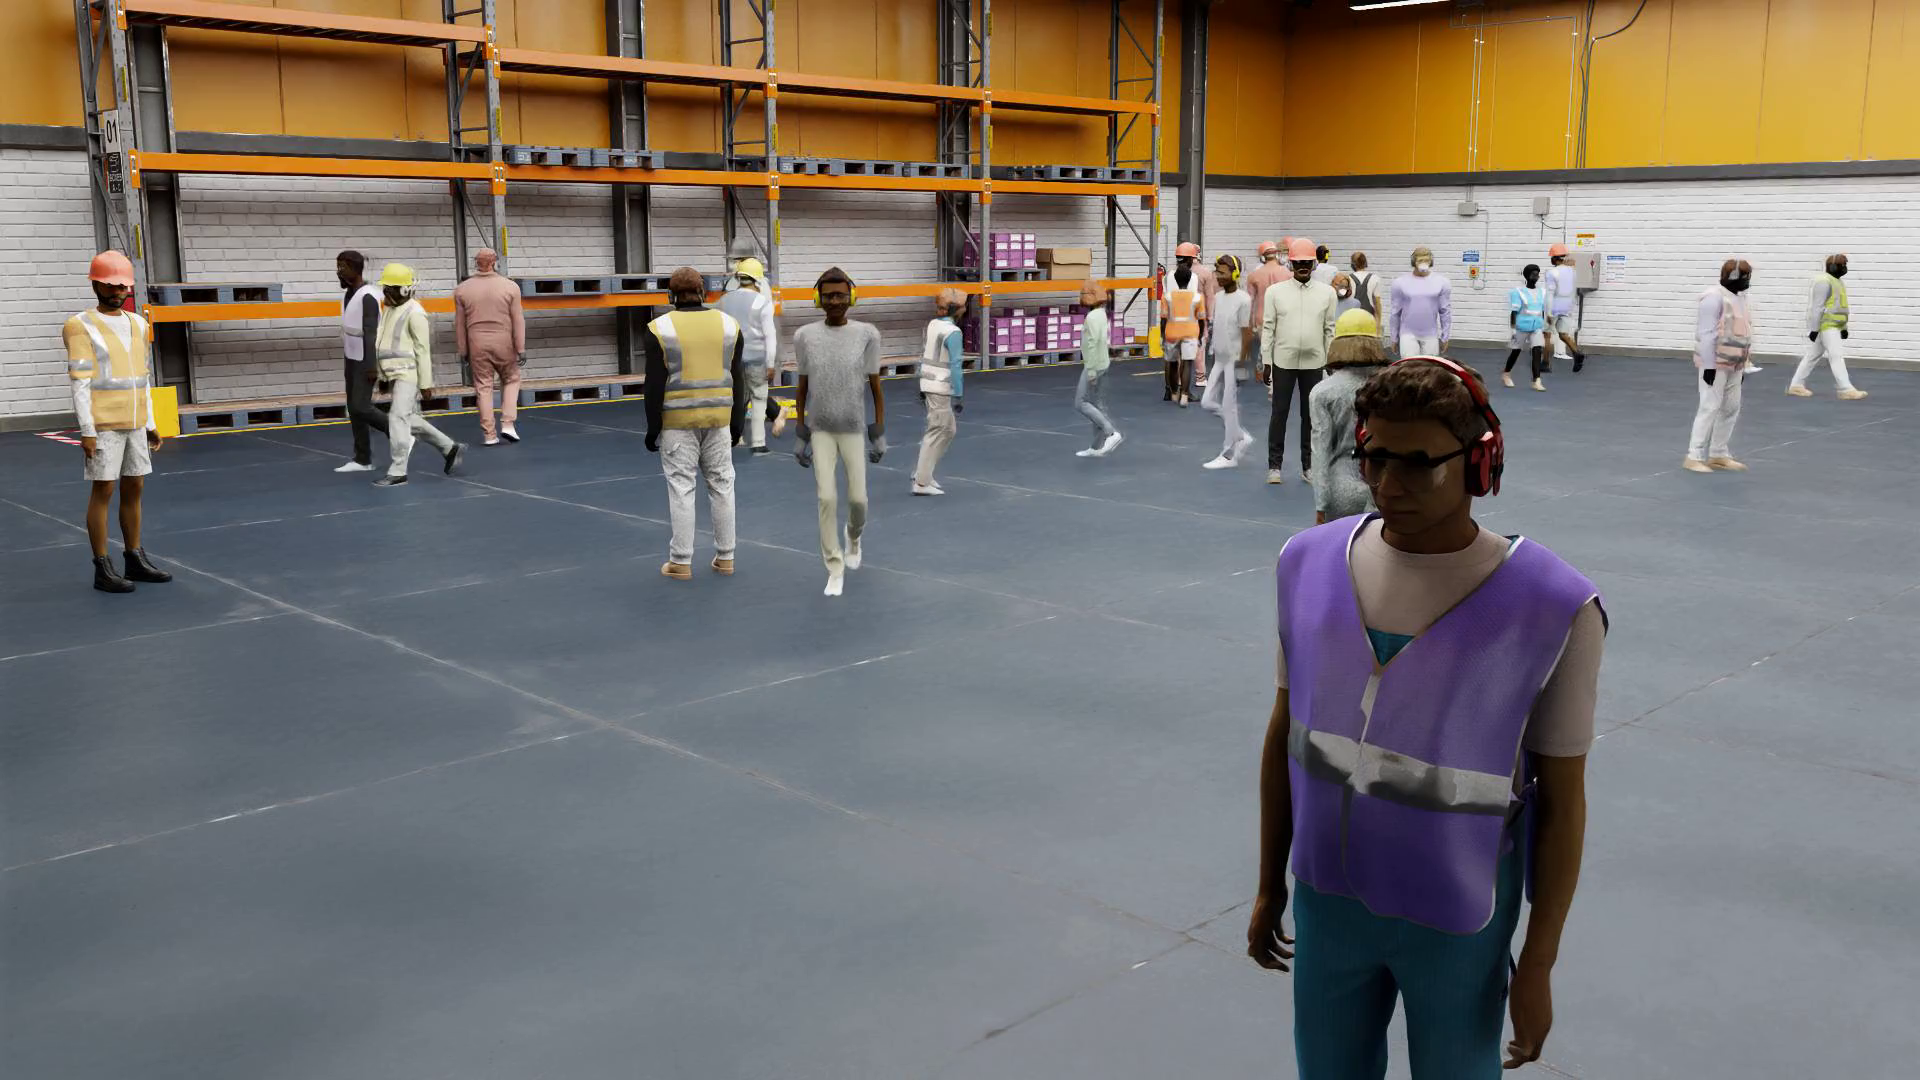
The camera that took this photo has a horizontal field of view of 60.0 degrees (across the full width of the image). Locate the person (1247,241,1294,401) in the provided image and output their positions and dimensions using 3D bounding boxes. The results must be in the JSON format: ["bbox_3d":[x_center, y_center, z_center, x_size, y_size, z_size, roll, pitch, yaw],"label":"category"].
[{"bbox_3d":[3.826,-2.660,20.280,0.687,1.952,0.564,2,11,10],"label":"person"}]

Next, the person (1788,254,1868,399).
[{"bbox_3d":[10.840,-2.655,20.707,0.954,1.793,0.646,9,14,41],"label":"person"}]

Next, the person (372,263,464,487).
[{"bbox_3d":[-4.453,-1.350,13.558,0.763,1.809,0.590,-8,13,-38],"label":"person"}]

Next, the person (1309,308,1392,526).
[{"bbox_3d":[1.826,-0.189,7.512,0.506,1.697,0.829,0,10,-2],"label":"person"}]

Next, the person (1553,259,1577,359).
[{"bbox_3d":[9.931,-3.787,27.289,0.305,1.640,0.522,2,11,10],"label":"person"}]

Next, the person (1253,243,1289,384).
[{"bbox_3d":[4.197,-2.985,22.147,0.648,1.923,0.473,-5,11,-24],"label":"person"}]

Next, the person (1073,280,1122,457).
[{"bbox_3d":[1.231,-1.546,15.115,0.390,1.625,0.509,3,11,17],"label":"person"}]

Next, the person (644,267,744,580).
[{"bbox_3d":[-1.579,-0.685,9.841,0.619,1.838,0.430,-6,12,-30],"label":"person"}]

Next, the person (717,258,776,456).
[{"bbox_3d":[-1.959,-1.660,15.201,0.595,1.817,0.523,5,12,26],"label":"person"}]

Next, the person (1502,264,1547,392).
[{"bbox_3d":[7.418,-2.794,21.828,0.539,1.657,0.861,-2,11,-11],"label":"person"}]

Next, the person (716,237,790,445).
[{"bbox_3d":[-2.042,-1.949,16.172,0.855,2.000,0.686,-6,12,-30],"label":"person"}]

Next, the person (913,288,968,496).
[{"bbox_3d":[-0.173,-1.142,12.911,0.462,1.611,0.537,-3,11,-18],"label":"person"}]

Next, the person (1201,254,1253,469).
[{"bbox_3d":[2.330,-1.536,14.428,0.436,1.855,0.552,-5,11,-24],"label":"person"}]

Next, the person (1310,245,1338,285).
[{"bbox_3d":[5.564,-3.607,25.694,0.514,1.866,0.332,2,11,9],"label":"person"}]

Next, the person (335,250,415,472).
[{"bbox_3d":[-5.073,-1.521,14.230,0.542,1.906,0.610,-8,13,-38],"label":"person"}]

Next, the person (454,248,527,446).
[{"bbox_3d":[-4.510,-1.859,16.070,0.671,1.892,0.509,-1,10,-3],"label":"person"}]

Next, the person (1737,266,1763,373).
[{"bbox_3d":[11.477,-3.231,24.333,0.775,1.597,0.527,9,14,40],"label":"person"}]

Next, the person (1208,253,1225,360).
[{"bbox_3d":[4.216,-3.827,27.216,0.562,1.735,0.656,4,11,19],"label":"person"}]

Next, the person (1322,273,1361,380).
[{"bbox_3d":[4.047,-2.048,17.851,0.536,1.611,0.543,0,10,0],"label":"person"}]

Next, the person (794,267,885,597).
[{"bbox_3d":[-0.695,-0.632,9.518,0.524,1.852,0.642,0,10,-2],"label":"person"}]

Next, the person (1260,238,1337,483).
[{"bbox_3d":[2.764,-1.451,13.583,0.613,1.994,0.382,0,10,0],"label":"person"}]

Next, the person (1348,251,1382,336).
[{"bbox_3d":[5.106,-2.770,21.269,0.539,1.811,0.460,1,10,7],"label":"person"}]

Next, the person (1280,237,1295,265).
[{"bbox_3d":[5.040,-3.551,25.020,0.601,2.010,0.961,-7,12,-32],"label":"person"}]

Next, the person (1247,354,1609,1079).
[{"bbox_3d":[0.740,0.614,2.745,0.564,1.839,0.390,9,14,41],"label":"person"}]

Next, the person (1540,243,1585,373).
[{"bbox_3d":[8.784,-3.376,24.307,0.551,1.914,0.781,-4,11,-21],"label":"person"}]

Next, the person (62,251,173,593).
[{"bbox_3d":[-4.805,-0.676,9.522,0.375,1.934,0.547,4,11,19],"label":"person"}]

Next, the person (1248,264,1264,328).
[{"bbox_3d":[5.135,-4.031,28.230,1.130,1.785,0.590,-5,11,-24],"label":"person"}]

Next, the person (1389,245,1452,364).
[{"bbox_3d":[4.912,-2.184,17.796,0.639,1.918,0.769,2,11,10],"label":"person"}]

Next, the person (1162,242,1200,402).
[{"bbox_3d":[2.716,-2.647,20.267,0.378,1.932,0.551,-8,13,-38],"label":"person"}]

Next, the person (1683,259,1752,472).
[{"bbox_3d":[6.535,-1.471,14.269,0.656,1.837,0.431,-9,13,-39],"label":"person"}]

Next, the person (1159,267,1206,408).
[{"bbox_3d":[2.637,-2.410,19.738,0.538,1.649,0.888,2,11,10],"label":"person"}]

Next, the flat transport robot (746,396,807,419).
[{"bbox_3d":[-2.442,-1.425,18.146,1.431,0.197,0.652,-7,13,-34],"label":"flat transport robot"}]

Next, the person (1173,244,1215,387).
[{"bbox_3d":[3.117,-2.998,22.277,0.639,1.904,0.409,6,12,30],"label":"person"}]
